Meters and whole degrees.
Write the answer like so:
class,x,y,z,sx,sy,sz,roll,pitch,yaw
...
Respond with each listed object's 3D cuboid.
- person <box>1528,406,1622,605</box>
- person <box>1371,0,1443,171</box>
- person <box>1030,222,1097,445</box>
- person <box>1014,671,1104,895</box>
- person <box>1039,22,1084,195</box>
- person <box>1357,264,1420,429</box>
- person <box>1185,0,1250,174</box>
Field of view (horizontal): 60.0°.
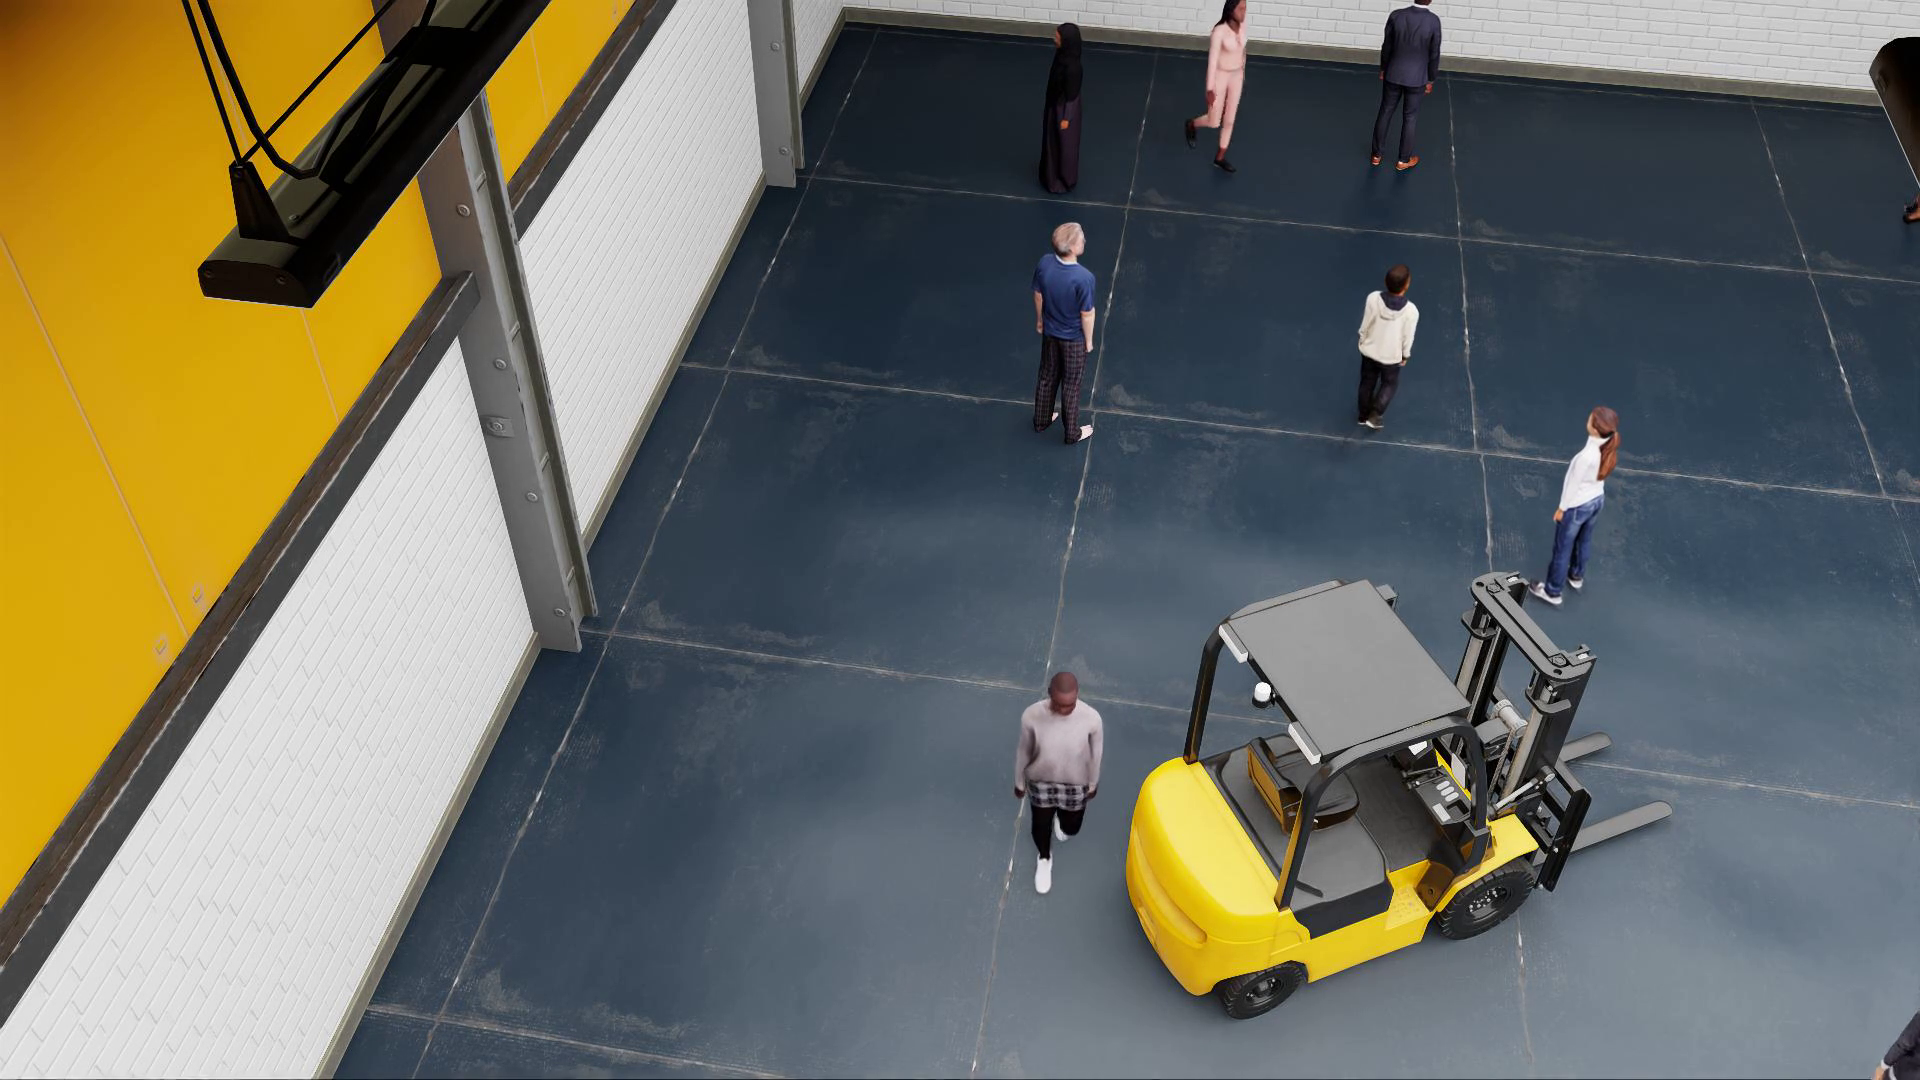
class,x,y,z,sx,sy,sz,roll,pitch,yaw
person,4.218,-0.246,11.263,0.644,1.550,0.711,-29,51,-27
person,4.108,-4.267,15.286,0.774,1.824,0.735,22,48,21
person,0.777,-1.542,12.391,0.737,1.870,0.708,27,50,25
person,0.566,1.287,9.500,0.686,1.761,0.817,4,44,4
person,0.949,-3.939,15.093,0.736,1.614,0.628,-6,44,-7
person,3.170,-1.418,12.568,0.691,1.446,0.719,24,49,23
person,2.374,-4.228,15.327,0.939,1.710,0.990,-28,50,-26
